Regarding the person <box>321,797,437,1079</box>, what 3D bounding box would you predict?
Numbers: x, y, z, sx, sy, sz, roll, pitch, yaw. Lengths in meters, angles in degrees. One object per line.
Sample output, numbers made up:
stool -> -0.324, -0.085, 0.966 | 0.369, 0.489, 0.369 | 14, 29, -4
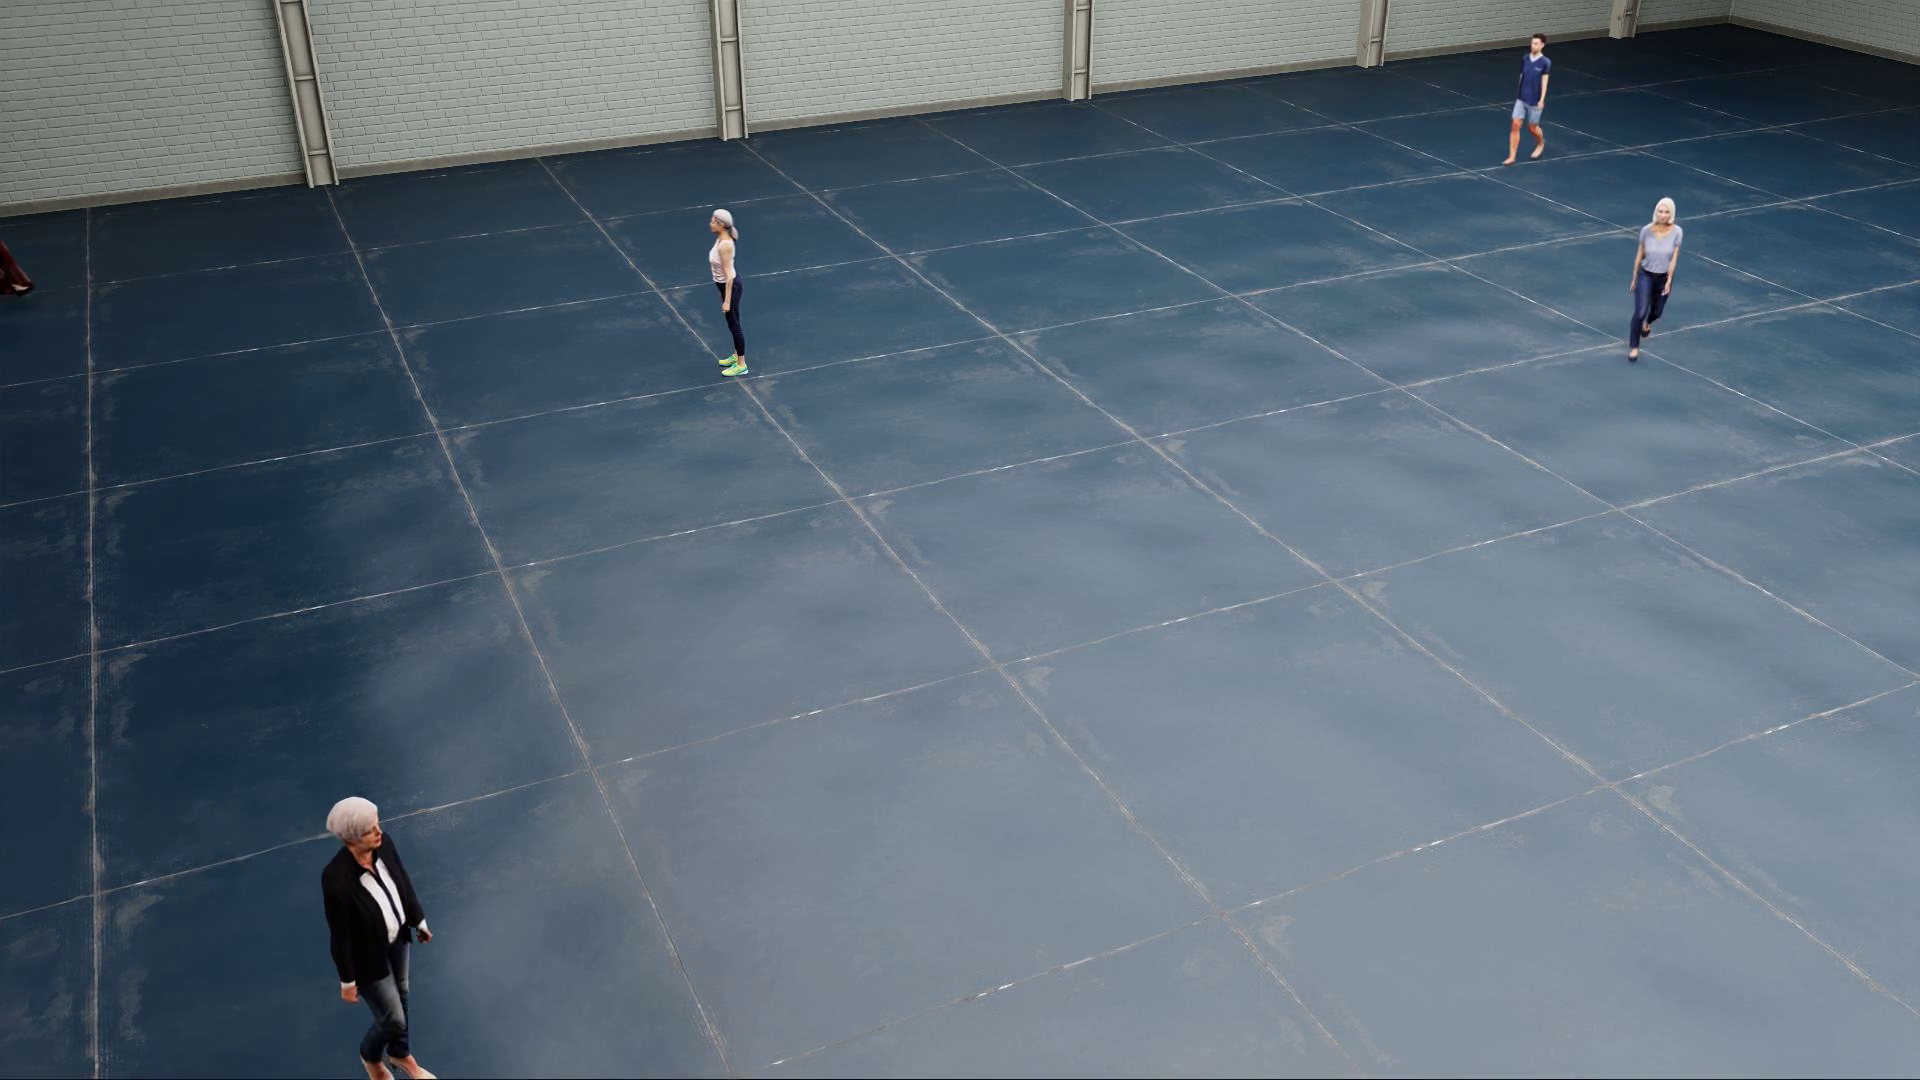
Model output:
person -> -2.833, 1.891, 7.876 | 0.846, 1.775, 0.881 | 9, 29, 17

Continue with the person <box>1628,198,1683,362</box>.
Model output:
person -> 7.183, -2.726, 17.220 | 0.923, 1.698, 0.990 | 11, 30, 20

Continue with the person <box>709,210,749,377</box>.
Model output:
person -> -2.330, -2.510, 16.811 | 0.615, 1.701, 0.651 | -5, 29, -10

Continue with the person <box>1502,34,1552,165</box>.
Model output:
person -> 8.221, -6.312, 23.826 | 1.164, 1.818, 0.818 | -22, 35, -35
